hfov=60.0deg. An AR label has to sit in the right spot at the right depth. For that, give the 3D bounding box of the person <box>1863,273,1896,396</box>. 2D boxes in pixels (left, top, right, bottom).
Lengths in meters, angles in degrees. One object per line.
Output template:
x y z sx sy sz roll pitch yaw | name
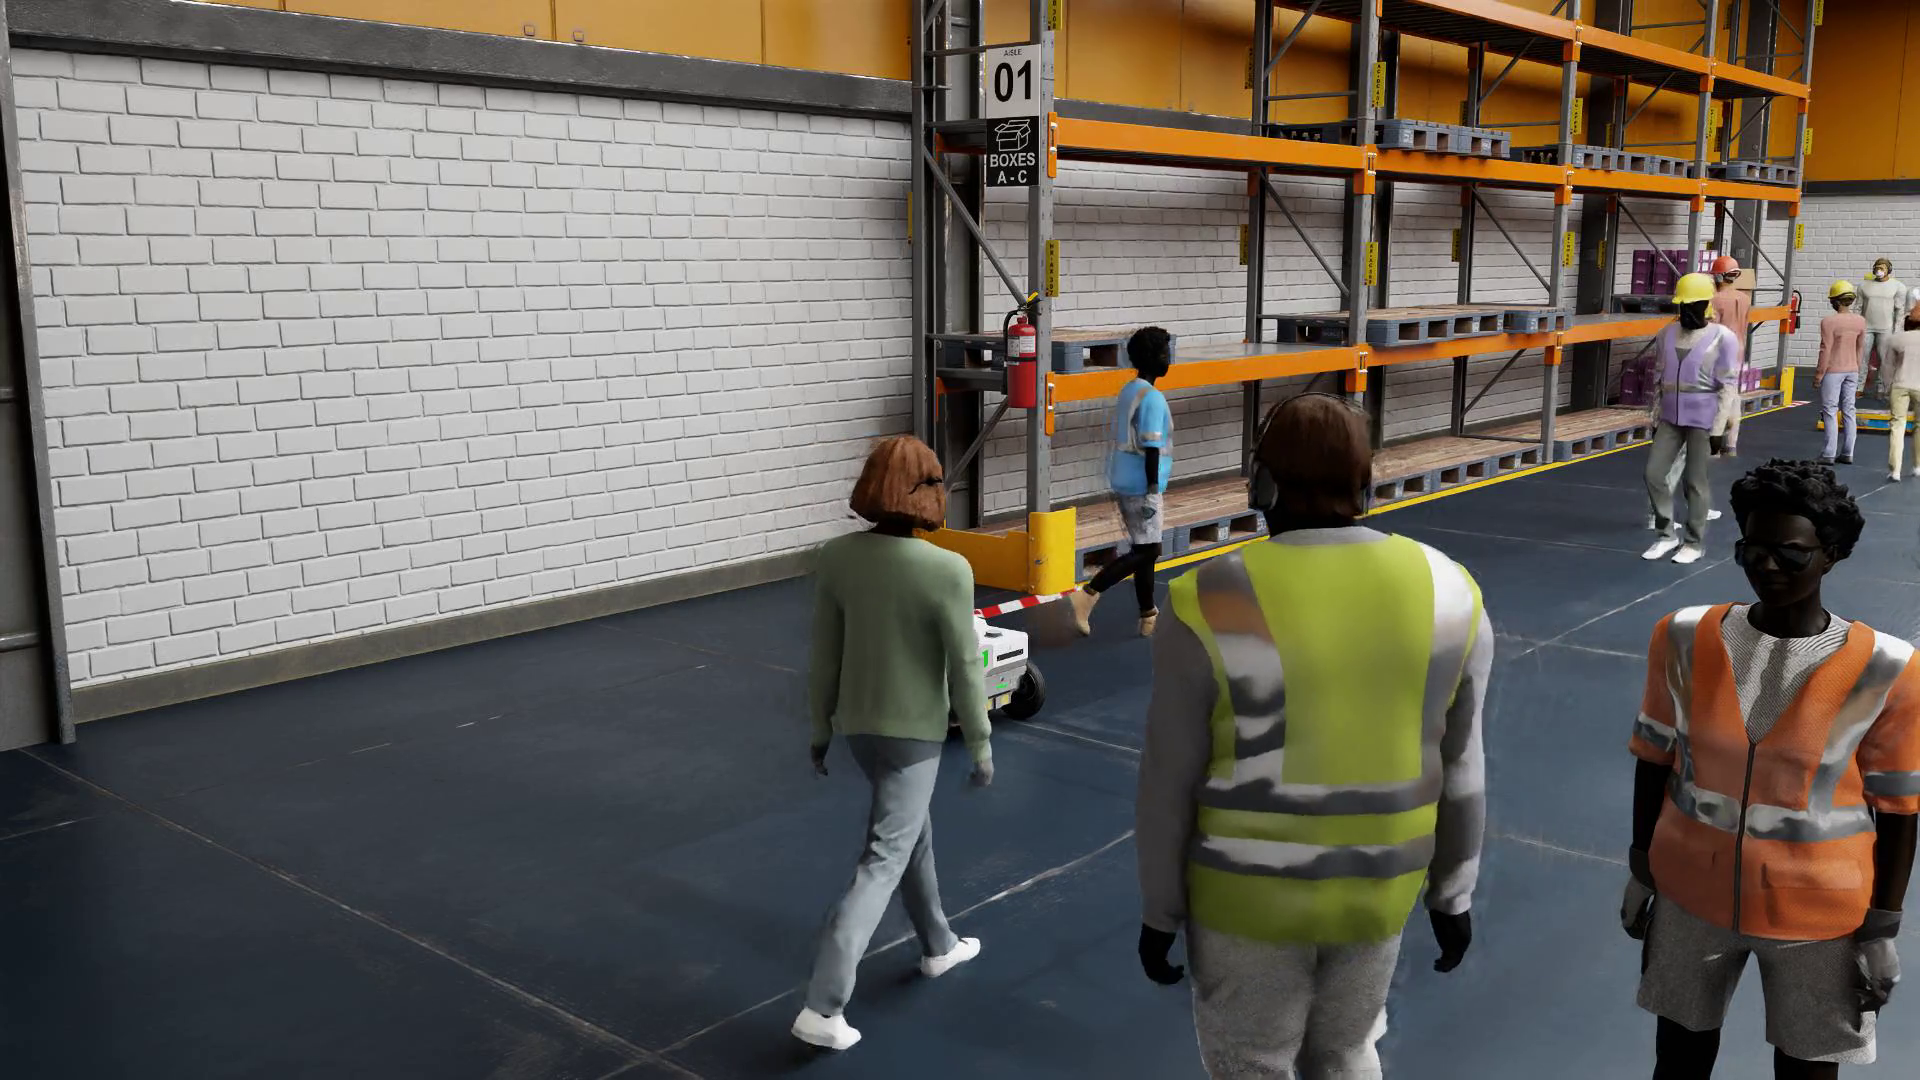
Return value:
12.830 -2.850 23.183 0.731 1.733 0.535 6 12 31 | person

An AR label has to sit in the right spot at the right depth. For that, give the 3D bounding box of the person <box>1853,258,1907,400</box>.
12.557 -2.882 22.781 0.628 1.940 0.373 8 13 40 | person

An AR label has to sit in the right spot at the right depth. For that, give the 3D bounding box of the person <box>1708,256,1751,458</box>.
7.545 -1.809 16.511 0.614 1.993 0.395 -5 11 -28 | person

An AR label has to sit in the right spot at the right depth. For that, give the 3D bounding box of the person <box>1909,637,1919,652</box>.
4.321 -0.063 7.011 0.530 1.847 0.759 -4 11 -24 | person

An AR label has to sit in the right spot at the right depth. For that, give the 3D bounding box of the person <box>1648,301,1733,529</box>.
5.466 -0.931 12.319 0.808 1.711 0.490 -2 10 -13 | person

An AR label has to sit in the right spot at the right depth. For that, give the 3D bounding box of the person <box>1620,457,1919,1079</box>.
1.509 0.688 3.142 0.532 1.697 0.319 8 13 40 | person

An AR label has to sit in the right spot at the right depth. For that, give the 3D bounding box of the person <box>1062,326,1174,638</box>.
0.870 -0.278 8.683 0.637 1.682 0.539 -2 10 -9 | person

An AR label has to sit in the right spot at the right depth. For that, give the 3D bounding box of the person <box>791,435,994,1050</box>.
-0.191 0.517 4.426 0.509 1.591 0.849 8 13 38 | person

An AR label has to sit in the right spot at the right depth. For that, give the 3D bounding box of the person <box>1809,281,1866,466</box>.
8.402 -1.594 15.946 0.532 1.765 0.328 -3 11 -19 | person

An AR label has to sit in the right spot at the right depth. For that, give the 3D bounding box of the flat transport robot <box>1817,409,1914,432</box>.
10.501 -1.330 18.688 1.431 0.197 0.652 8 13 40 | flat transport robot

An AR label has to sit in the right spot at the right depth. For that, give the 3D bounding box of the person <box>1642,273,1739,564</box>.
4.737 -0.780 10.879 0.575 1.906 0.605 -6 12 -32 | person

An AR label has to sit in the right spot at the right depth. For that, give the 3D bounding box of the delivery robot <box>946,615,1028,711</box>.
-0.053 0.480 7.311 0.707 0.478 0.477 8 13 40 | delivery robot

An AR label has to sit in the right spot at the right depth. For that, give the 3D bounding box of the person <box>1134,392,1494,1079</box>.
0.635 0.647 3.014 0.647 1.824 0.498 -2 10 -13 | person

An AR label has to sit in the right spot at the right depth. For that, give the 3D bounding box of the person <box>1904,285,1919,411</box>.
12.294 -2.600 21.156 0.601 1.943 0.483 2 10 10 | person

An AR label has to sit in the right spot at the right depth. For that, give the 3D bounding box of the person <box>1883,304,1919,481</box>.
8.550 -1.330 14.934 0.520 1.573 0.881 8 13 39 | person
